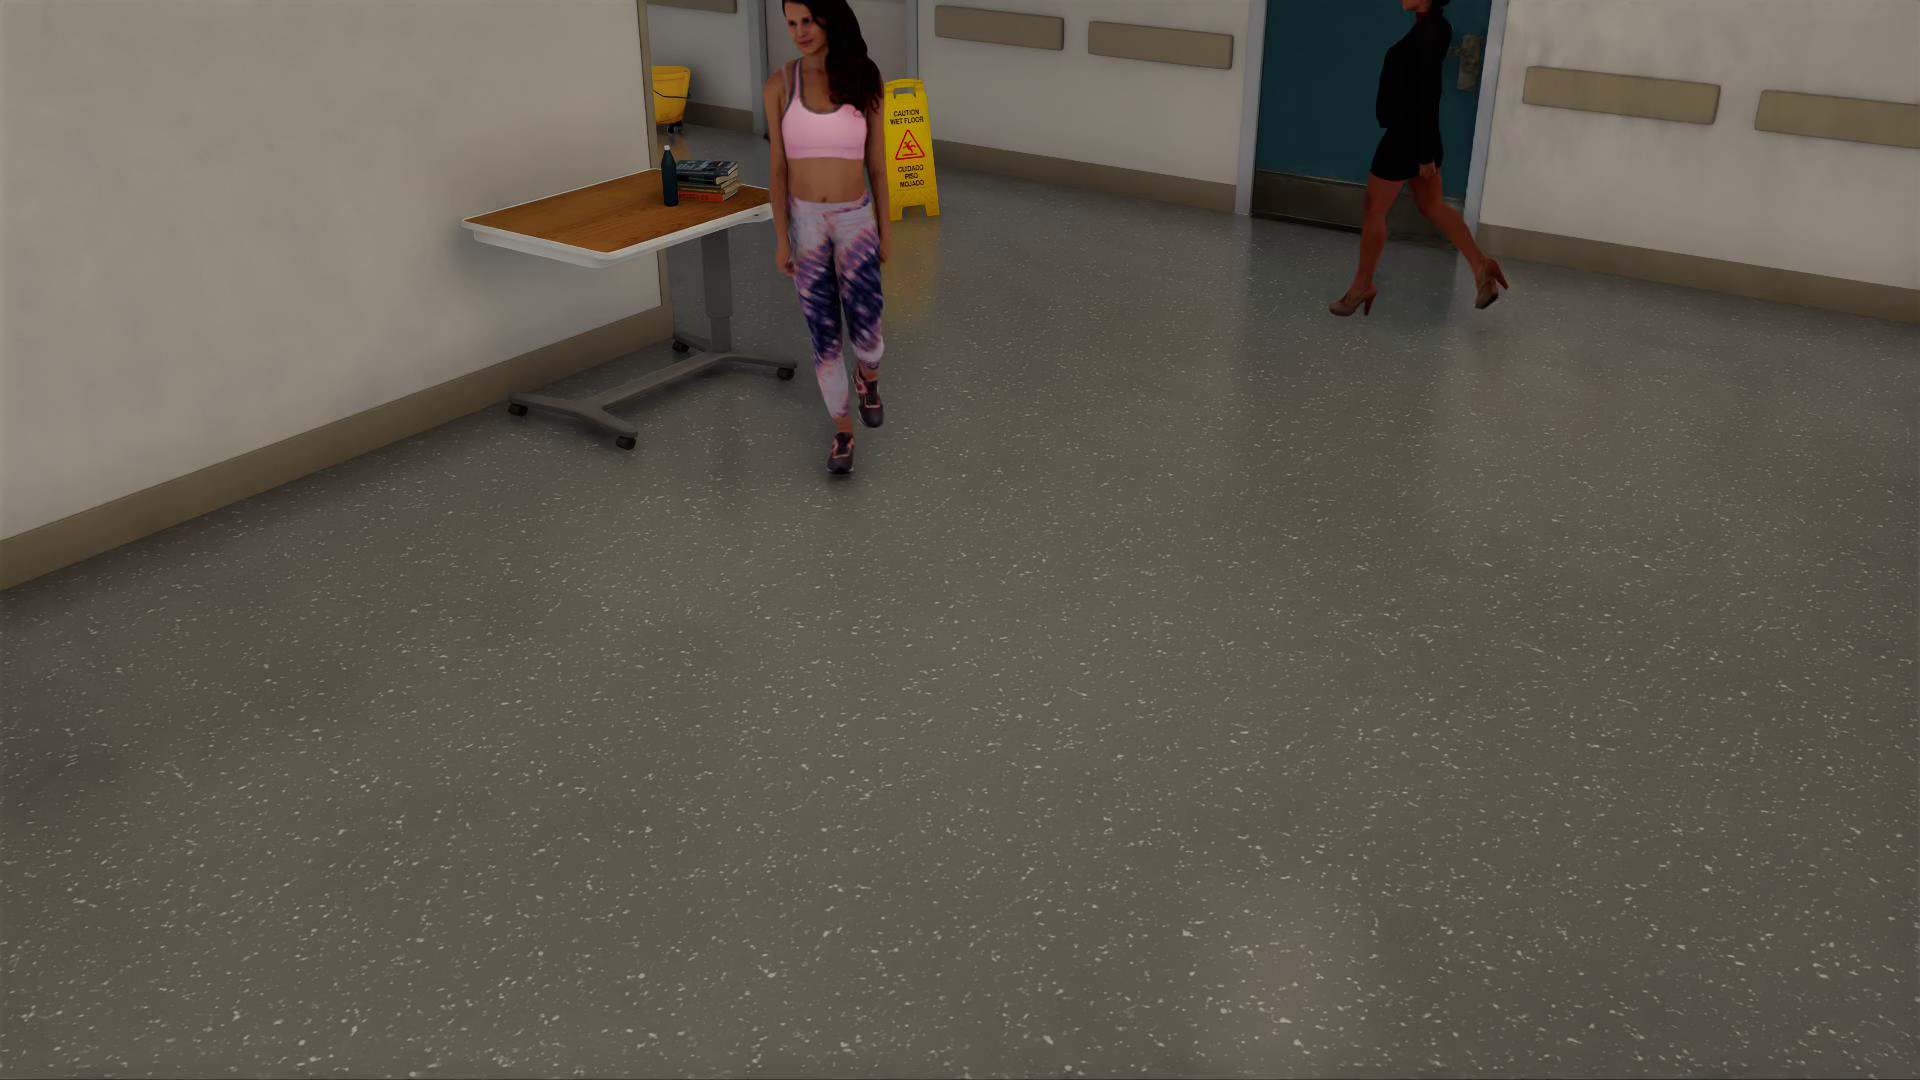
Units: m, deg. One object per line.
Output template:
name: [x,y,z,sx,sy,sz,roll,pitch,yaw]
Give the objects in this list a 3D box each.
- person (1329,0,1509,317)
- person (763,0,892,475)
person: [2.118,-1.744,7.482,1.040,1.611,0.657,12,28,23]
person: [-0.481,-1.111,6.010,0.800,1.750,0.847,-3,26,-6]
